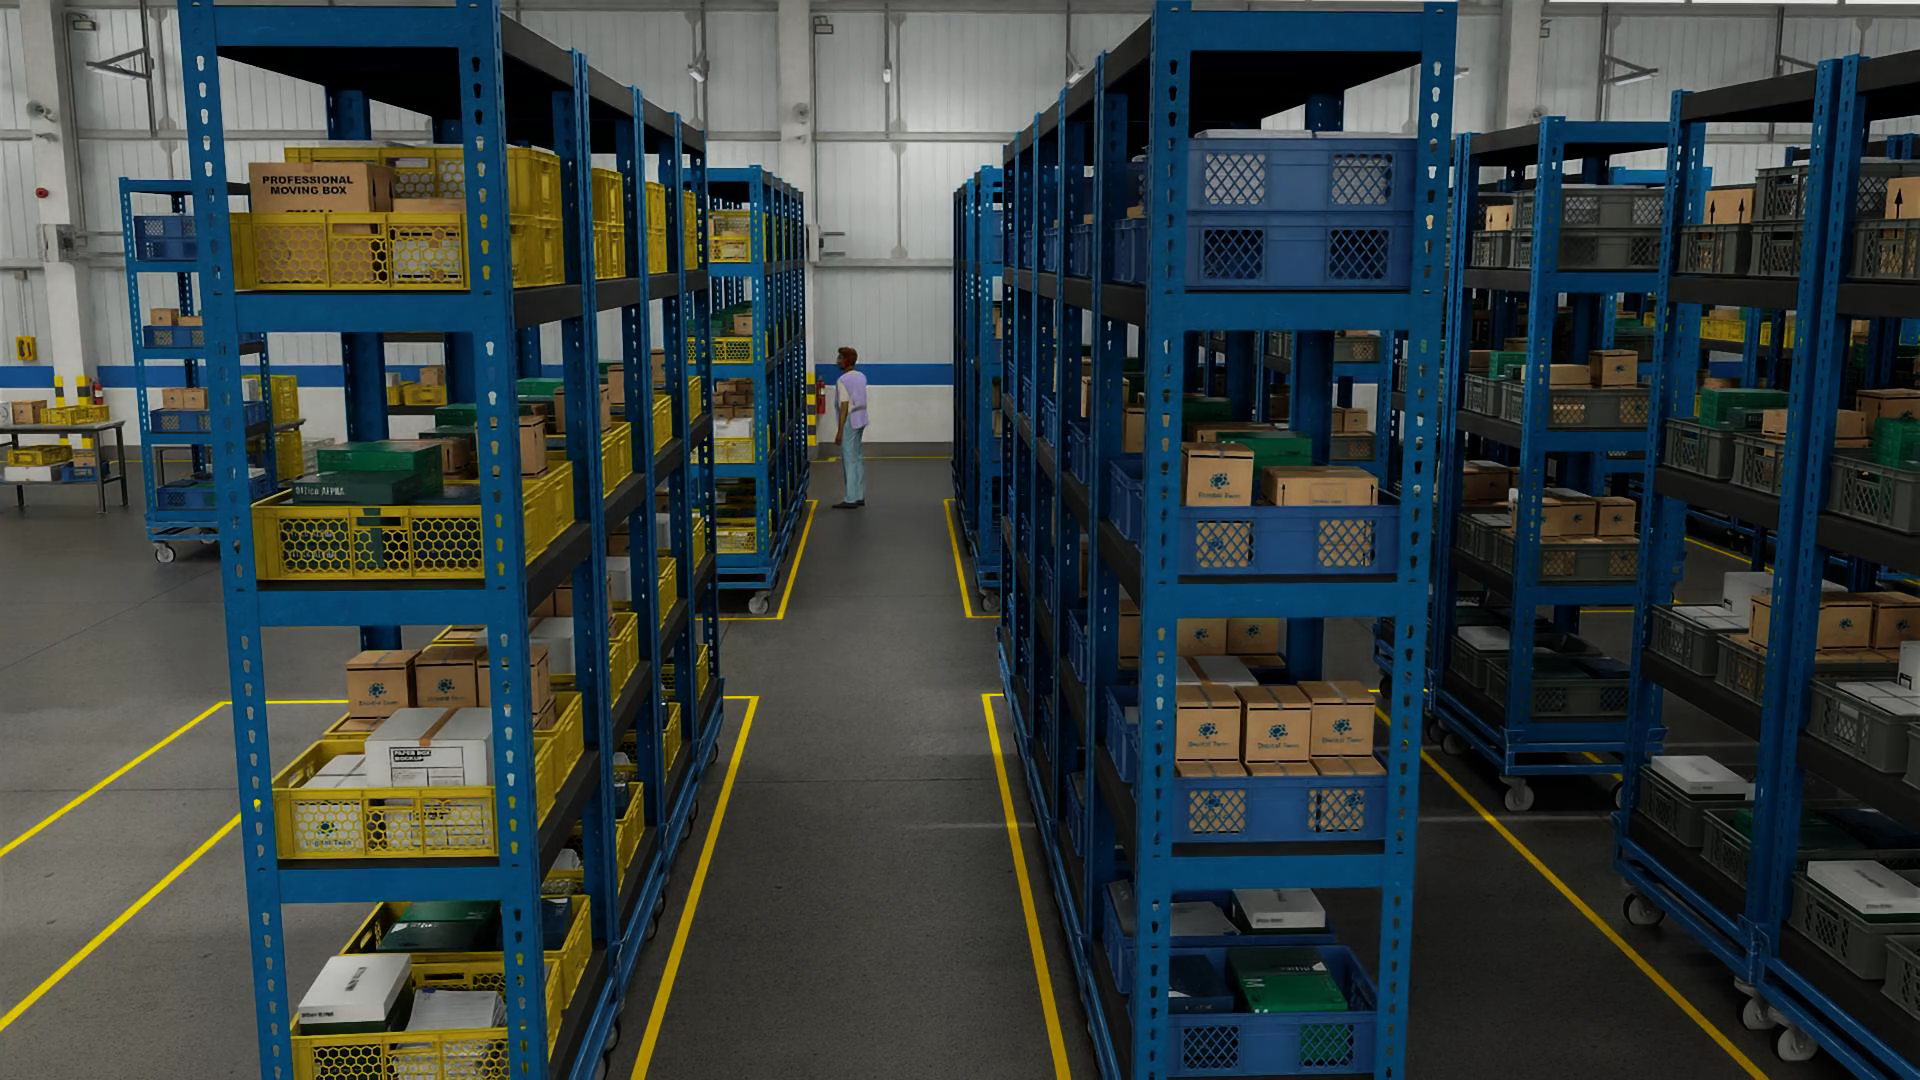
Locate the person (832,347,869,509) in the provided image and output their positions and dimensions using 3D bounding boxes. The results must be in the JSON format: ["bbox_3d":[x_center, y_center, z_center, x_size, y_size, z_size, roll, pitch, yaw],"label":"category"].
[{"bbox_3d":[-1.244,-1.277,19.004,0.380,1.845,0.570,4,11,21],"label":"person"}]
